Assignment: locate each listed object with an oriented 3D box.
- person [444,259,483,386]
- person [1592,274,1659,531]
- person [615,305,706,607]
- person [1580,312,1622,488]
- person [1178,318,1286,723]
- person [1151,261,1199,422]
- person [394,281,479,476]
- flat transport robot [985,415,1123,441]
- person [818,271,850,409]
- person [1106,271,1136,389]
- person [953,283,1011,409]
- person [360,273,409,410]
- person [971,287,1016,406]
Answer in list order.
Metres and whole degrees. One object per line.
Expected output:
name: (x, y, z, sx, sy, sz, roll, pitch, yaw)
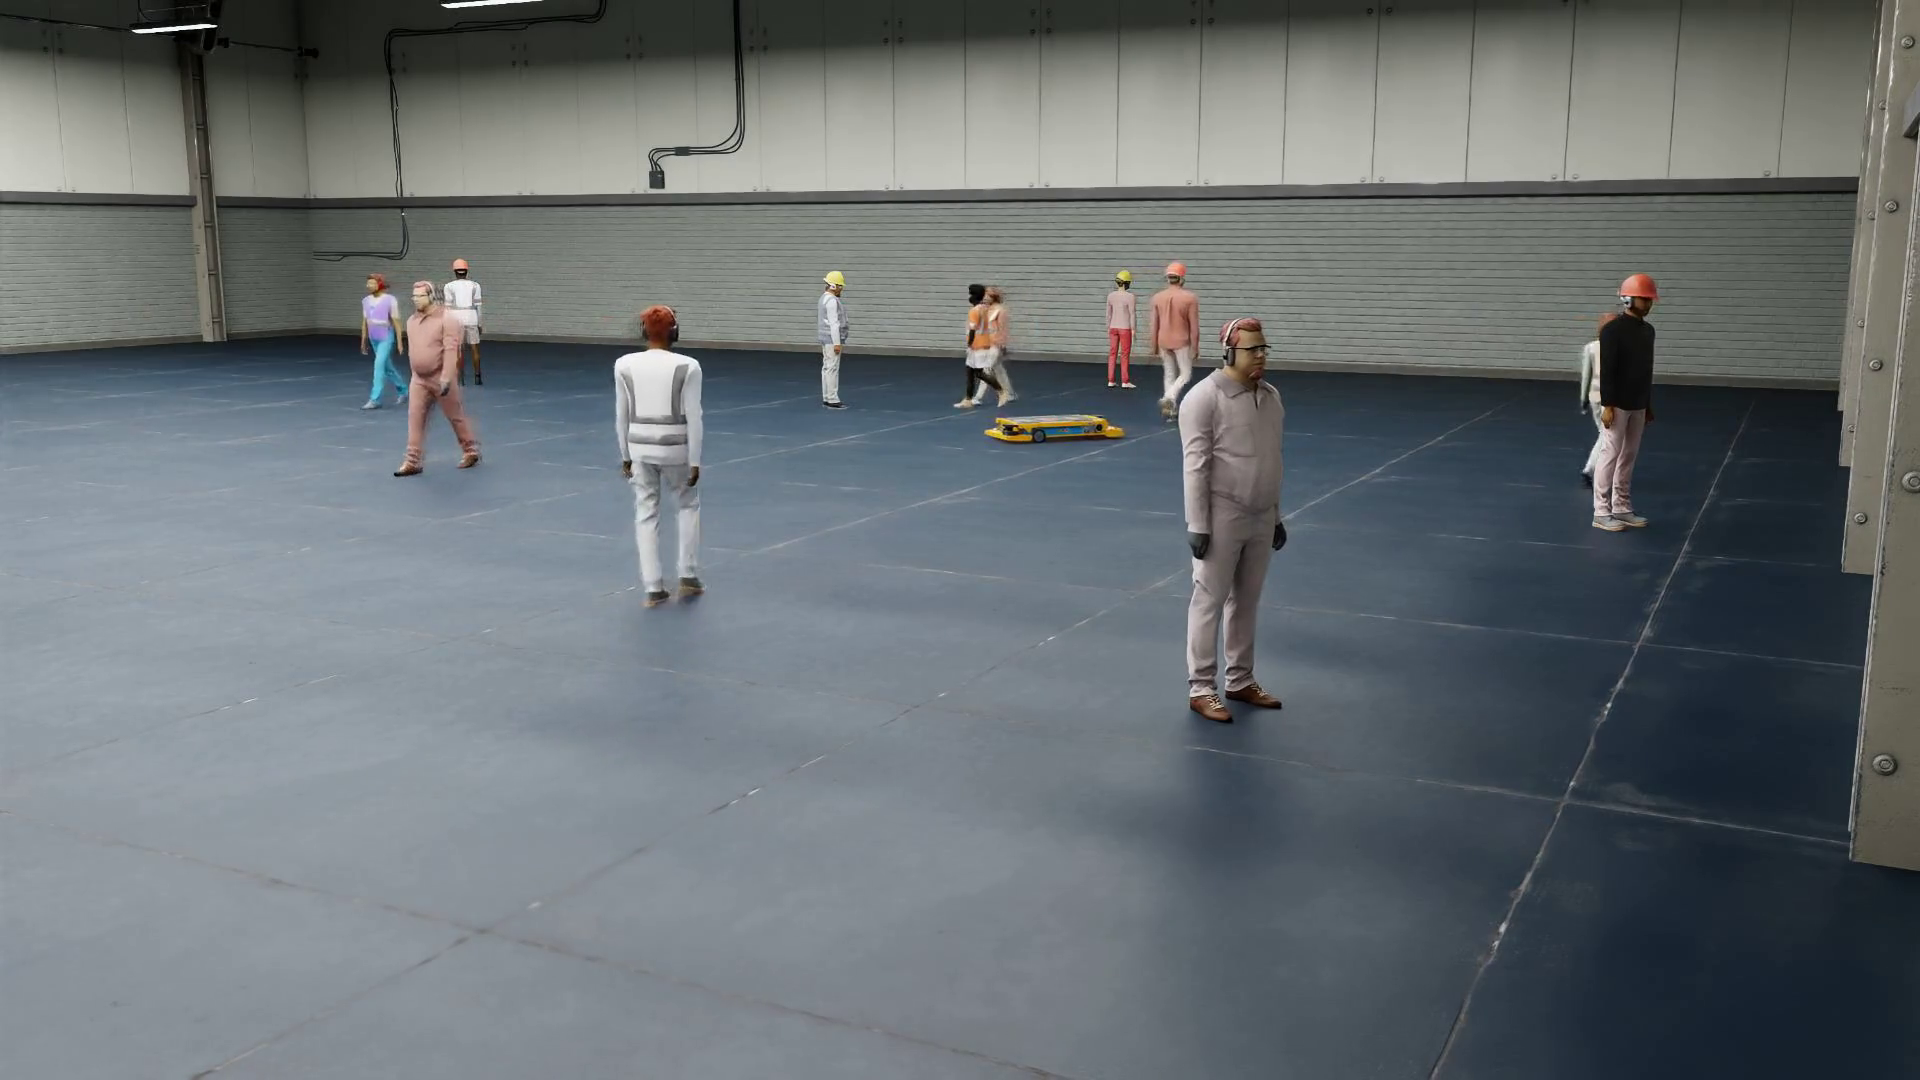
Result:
person: (-7.614, -3.336, 25.522, 0.547, 1.936, 0.383, -4, 11, -22)
person: (5.229, -1.076, 13.034, 0.608, 1.996, 0.376, -7, 13, -35)
person: (-1.862, -0.531, 10.446, 0.580, 1.858, 0.669, 1, 10, 5)
person: (5.934, -1.293, 15.289, 0.838, 1.604, 0.506, -8, 13, -38)
person: (1.336, -0.101, 7.964, 0.638, 1.909, 0.408, -9, 13, -39)
person: (2.613, -2.410, 20.344, 0.628, 1.981, 0.648, 7, 13, 35)
person: (-5.103, -1.579, 16.151, 0.636, 1.867, 0.984, 4, 11, 19)
flat transport robot: (1.061, -1.276, 18.833, 1.431, 0.197, 0.652, -4, 11, -21)
person: (-1.677, -2.643, 22.052, 0.403, 1.823, 0.588, -3, 11, -17)
person: (2.442, -3.166, 25.057, 0.529, 1.767, 0.329, 9, 14, 42)
person: (0.302, -2.544, 21.909, 0.743, 1.673, 0.530, 2, 11, 9)
person: (-7.703, -2.665, 22.244, 0.585, 1.804, 0.960, 6, 12, 29)
person: (0.447, -2.623, 22.583, 0.843, 1.602, 0.521, -4, 11, -23)
